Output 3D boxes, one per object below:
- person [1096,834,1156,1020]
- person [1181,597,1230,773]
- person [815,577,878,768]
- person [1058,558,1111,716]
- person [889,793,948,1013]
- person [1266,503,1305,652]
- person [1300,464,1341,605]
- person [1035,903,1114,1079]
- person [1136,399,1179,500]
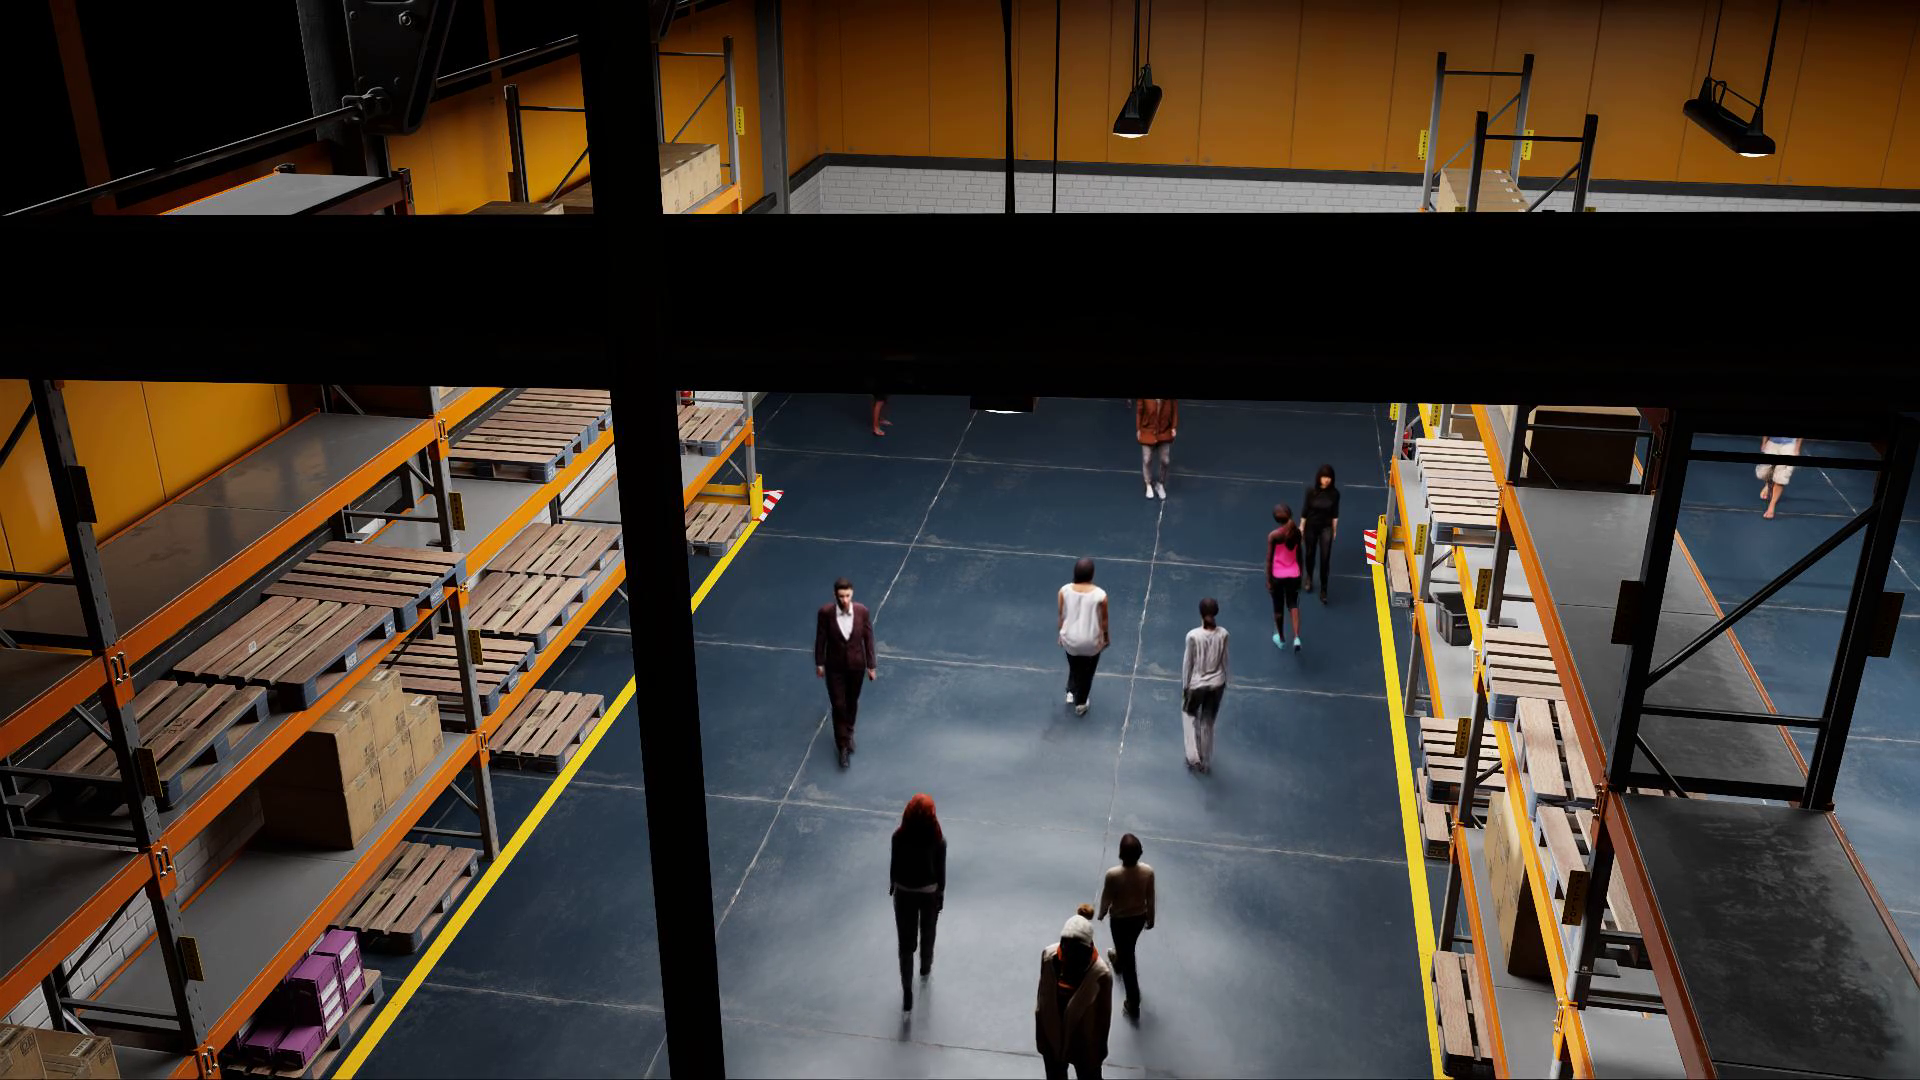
[{"bbox_3d":[1.280,2.915,12.485,0.844,1.428,1.070,-7,25,-15],"label":"person"},{"bbox_3d":[2.308,1.404,15.526,0.665,1.761,0.675,-2,24,-4],"label":"person"},{"bbox_3d":[-1.116,1.167,15.965,0.942,1.844,1.090,-5,24,-12],"label":"person"},{"bbox_3d":[1.199,0.984,16.596,0.725,1.674,0.712,11,26,24],"label":"person"},{"bbox_3d":[-0.334,2.730,12.507,0.701,1.749,1.110,1,24,2],"label":"person"},{"bbox_3d":[3.489,0.455,17.768,0.757,1.704,0.914,-2,24,-5],"label":"person"},{"bbox_3d":[4.142,-0.150,19.261,0.585,1.616,0.844,5,24,11],"label":"person"},{"bbox_3d":[0.776,3.243,11.161,0.772,1.887,0.778,12,26,26],"label":"person"},{"bbox_3d":[2.577,-1.444,21.960,0.770,1.826,0.760,0,24,0],"label":"person"}]
